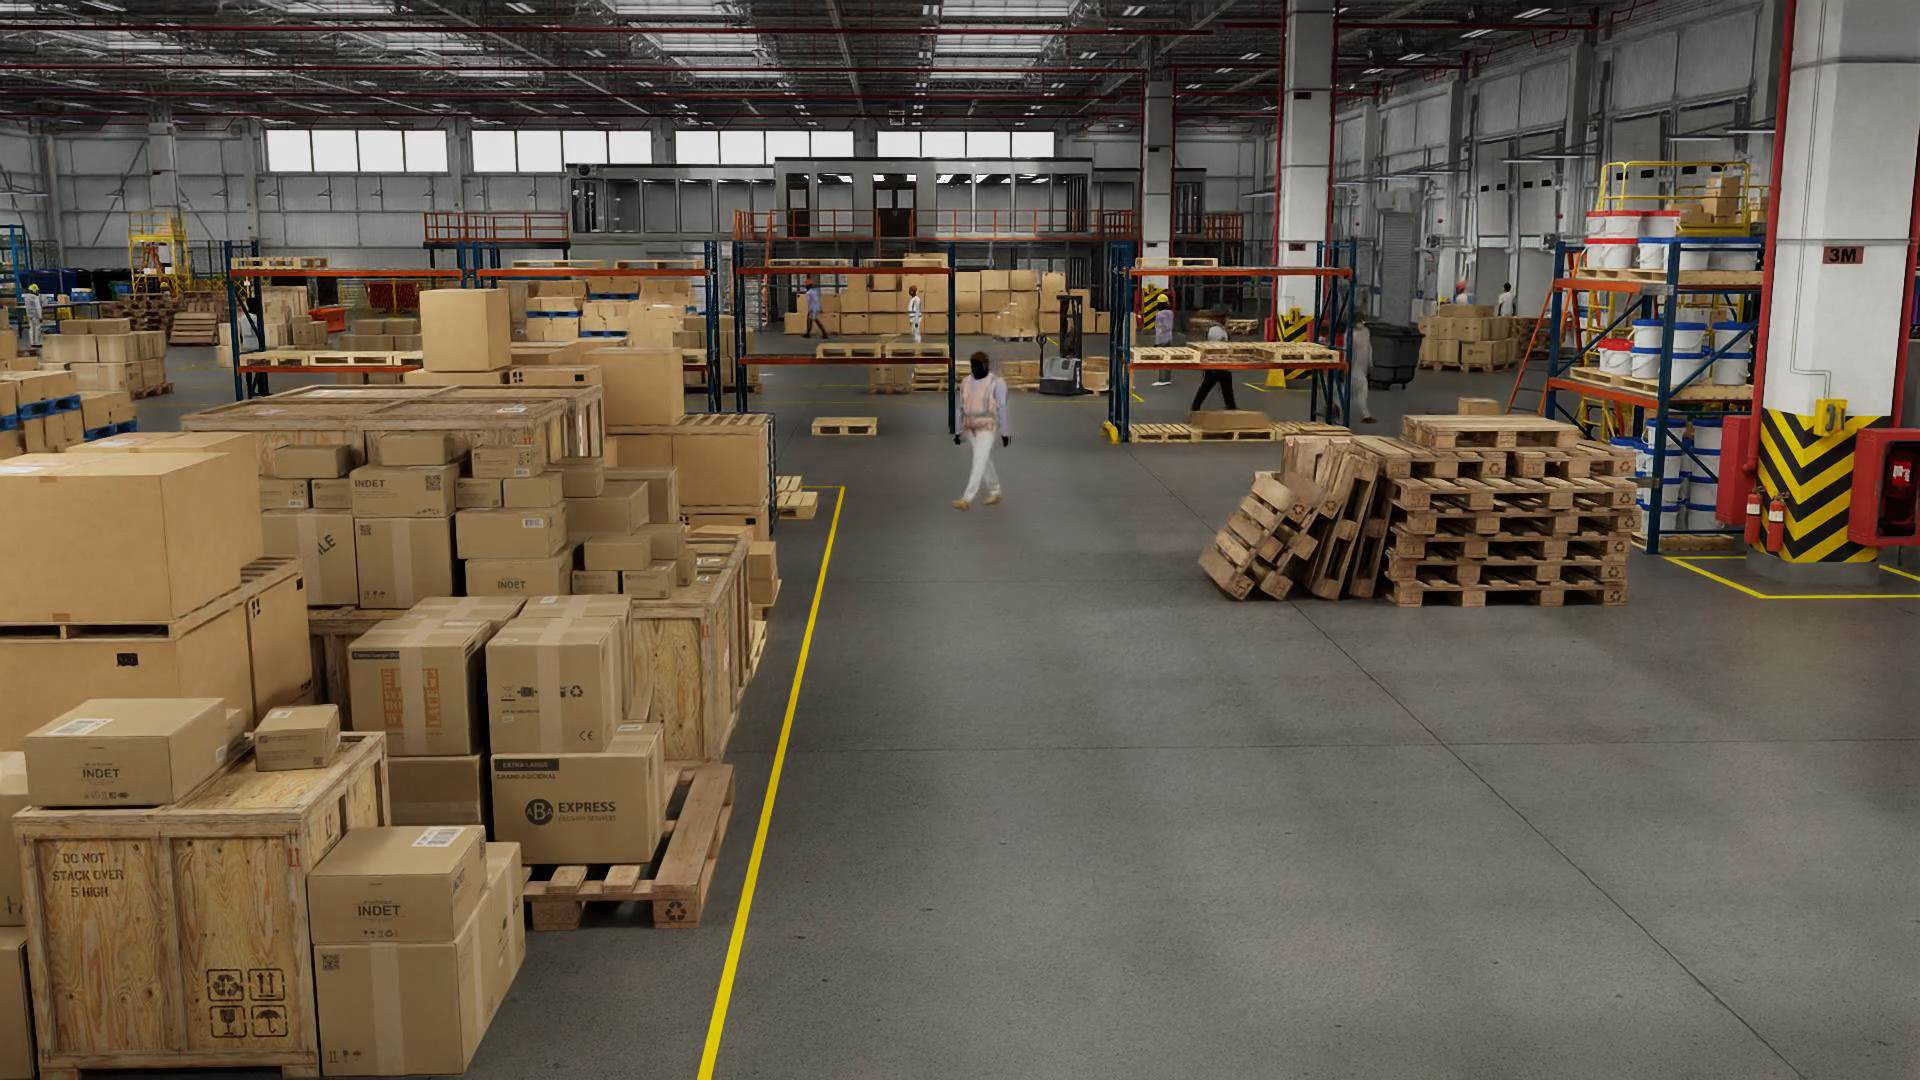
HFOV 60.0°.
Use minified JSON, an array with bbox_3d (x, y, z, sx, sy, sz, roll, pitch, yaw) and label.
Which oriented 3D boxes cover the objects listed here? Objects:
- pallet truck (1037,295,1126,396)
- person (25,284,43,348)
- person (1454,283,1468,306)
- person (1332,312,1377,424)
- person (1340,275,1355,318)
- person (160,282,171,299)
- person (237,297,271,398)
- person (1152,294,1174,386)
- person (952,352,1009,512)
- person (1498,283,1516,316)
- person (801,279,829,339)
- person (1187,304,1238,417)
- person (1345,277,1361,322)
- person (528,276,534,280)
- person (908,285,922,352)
[{"bbox_3d":[2.483,-3.881,33.060,1.885,1.965,0.823,-7,13,-36],"label":"pallet truck"},{"bbox_3d":[-26.436,-6.398,47.552,0.599,1.827,0.403,6,12,30],"label":"person"},{"bbox_3d":[13.113,-5.805,43.901,0.964,1.947,0.656,9,13,41],"label":"person"},{"bbox_3d":[6.605,-2.896,27.897,0.847,1.884,0.711,9,13,40],"label":"person"},{"bbox_3d":[15.395,-9.711,66.037,0.636,1.817,0.755,-3,11,-16],"label":"person"},{"bbox_3d":[-25.474,-7.405,53.425,0.311,1.735,0.484,-5,11,-24],"label":"person"},{"bbox_3d":[-13.759,-3.746,32.402,0.668,1.966,0.389,4,11,23],"label":"person"},{"bbox_3d":[4.279,-4.215,35.117,0.368,1.928,0.585,8,13,36],"label":"person"},{"bbox_3d":[0.216,-1.240,18.922,0.645,1.791,0.987,8,13,39],"label":"person"},{"bbox_3d":[15.622,-6.420,47.586,0.521,1.864,0.335,0,10,-2],"label":"person"},{"bbox_3d":[-4.526,-7.230,52.106,0.997,1.879,0.572,4,11,22],"label":"person"},{"bbox_3d":[4.381,-3.059,28.359,1.010,2.000,0.686,0,10,-2],"label":"person"},{"bbox_3d":[13.291,-8.032,56.459,0.942,1.892,0.624,-1,10,-5],"label":"person"},{"bbox_3d":[-15.146,-8.506,59.194,0.618,1.866,0.582,-4,11,-20],"label":"person"},{"bbox_3d":[-1.201,-5.839,44.321,0.354,1.876,0.574,-3,11,-18],"label":"person"}]
